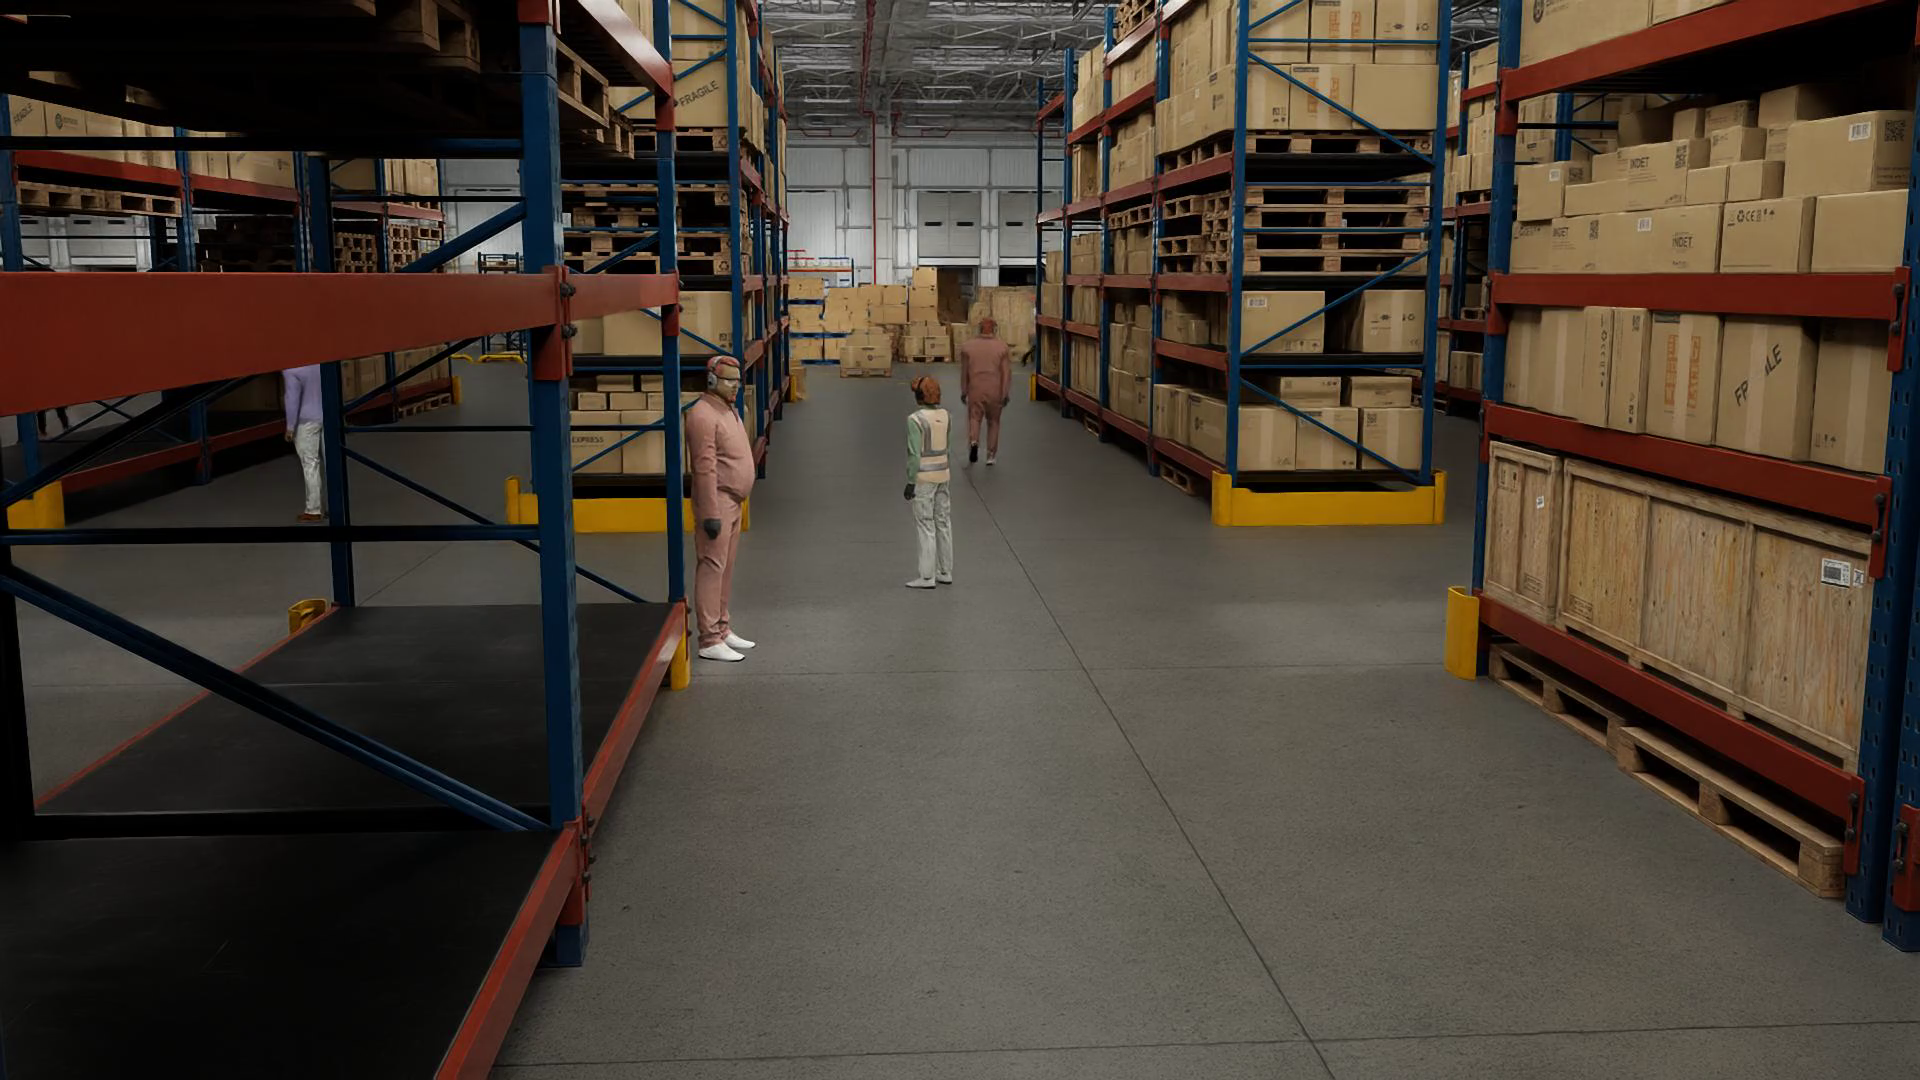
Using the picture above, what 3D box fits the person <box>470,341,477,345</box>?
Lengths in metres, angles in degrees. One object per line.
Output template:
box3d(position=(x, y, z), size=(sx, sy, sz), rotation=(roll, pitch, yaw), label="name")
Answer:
box3d(position=(-16.869, -7.486, 56.842), size=(0.759, 1.686, 0.537), rotation=(-7, 11, -38), label="person")

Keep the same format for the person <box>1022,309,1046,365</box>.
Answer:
box3d(position=(2.029, -5.441, 43.323), size=(0.739, 1.914, 0.551), rotation=(-2, 9, -14), label="person")

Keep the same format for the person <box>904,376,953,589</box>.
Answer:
box3d(position=(-0.241, -0.442, 12.793), size=(0.311, 1.638, 0.521), rotation=(7, 11, 35), label="person")

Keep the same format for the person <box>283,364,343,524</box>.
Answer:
box3d(position=(-6.274, -1.127, 16.156), size=(0.371, 1.941, 0.627), rotation=(6, 11, 34), label="person")

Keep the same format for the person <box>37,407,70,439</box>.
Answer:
box3d(position=(-13.082, -2.223, 23.924), size=(0.532, 1.664, 0.843), rotation=(-2, 9, -9), label="person")

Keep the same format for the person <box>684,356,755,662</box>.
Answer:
box3d(position=(-1.489, -0.203, 10.471), size=(0.404, 1.903, 0.636), rotation=(1, 9, 6), label="person")

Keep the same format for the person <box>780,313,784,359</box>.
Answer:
box3d(position=(-3.845, -3.847, 34.026), size=(0.683, 1.671, 0.553), rotation=(-1, 9, -9), label="person")

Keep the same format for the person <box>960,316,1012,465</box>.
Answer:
box3d(position=(0.332, -1.881, 21.028), size=(0.660, 1.890, 0.485), rotation=(1, 9, 7), label="person")
